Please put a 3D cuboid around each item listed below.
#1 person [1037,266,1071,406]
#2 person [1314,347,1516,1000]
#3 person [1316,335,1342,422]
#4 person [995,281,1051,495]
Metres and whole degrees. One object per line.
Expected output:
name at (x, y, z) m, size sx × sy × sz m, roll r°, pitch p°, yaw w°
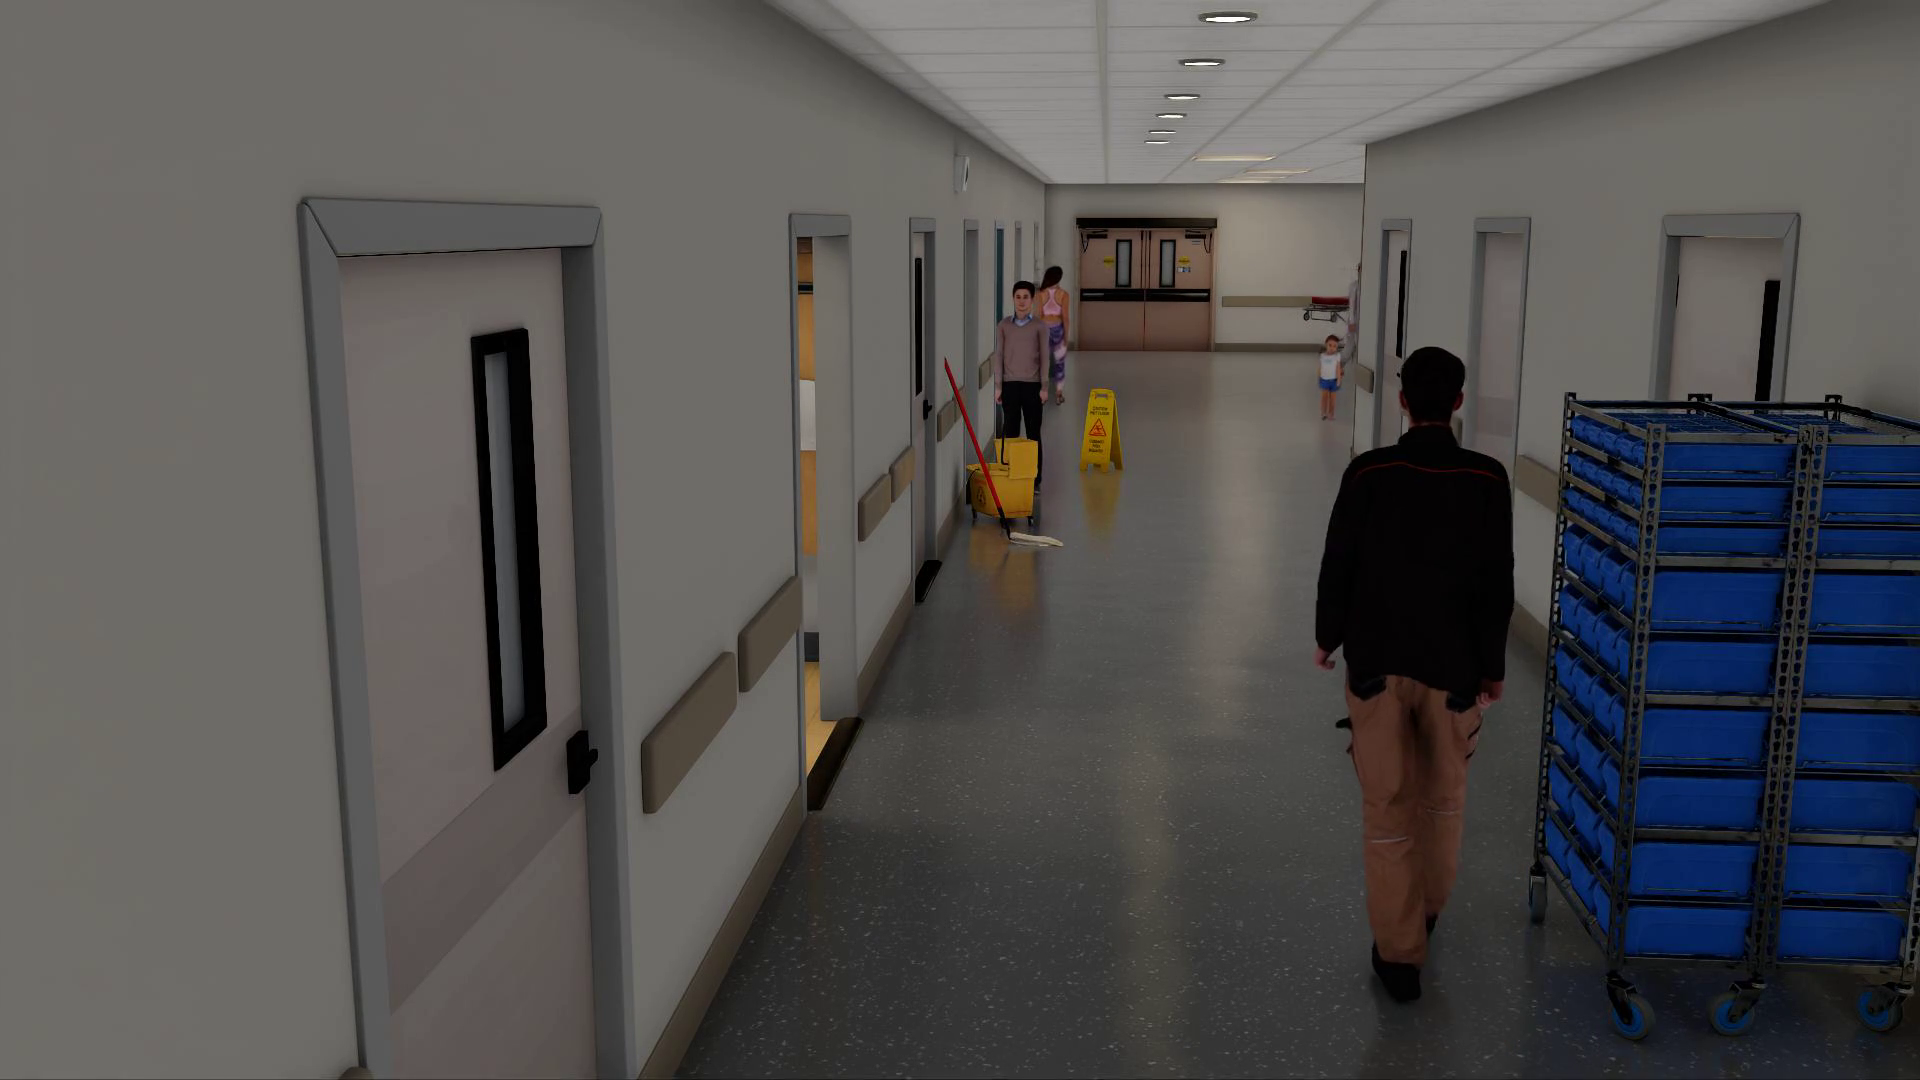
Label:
person at (1.134, -2.517, 20.749) m, size 0.634 × 1.741 × 1.104 m, roll 2°, pitch 11°, yaw 11°
person at (1.331, 0.414, 4.873) m, size 0.683 × 1.901 × 0.948 m, roll 1°, pitch 11°, yaw 4°
person at (4.312, -1.883, 19.401) m, size 0.540 × 0.997 × 0.764 m, roll 5°, pitch 12°, yaw 23°
person at (0.533, -1.297, 14.145) m, size 0.666 × 1.806 × 0.608 m, roll 3°, pitch 11°, yaw 16°
